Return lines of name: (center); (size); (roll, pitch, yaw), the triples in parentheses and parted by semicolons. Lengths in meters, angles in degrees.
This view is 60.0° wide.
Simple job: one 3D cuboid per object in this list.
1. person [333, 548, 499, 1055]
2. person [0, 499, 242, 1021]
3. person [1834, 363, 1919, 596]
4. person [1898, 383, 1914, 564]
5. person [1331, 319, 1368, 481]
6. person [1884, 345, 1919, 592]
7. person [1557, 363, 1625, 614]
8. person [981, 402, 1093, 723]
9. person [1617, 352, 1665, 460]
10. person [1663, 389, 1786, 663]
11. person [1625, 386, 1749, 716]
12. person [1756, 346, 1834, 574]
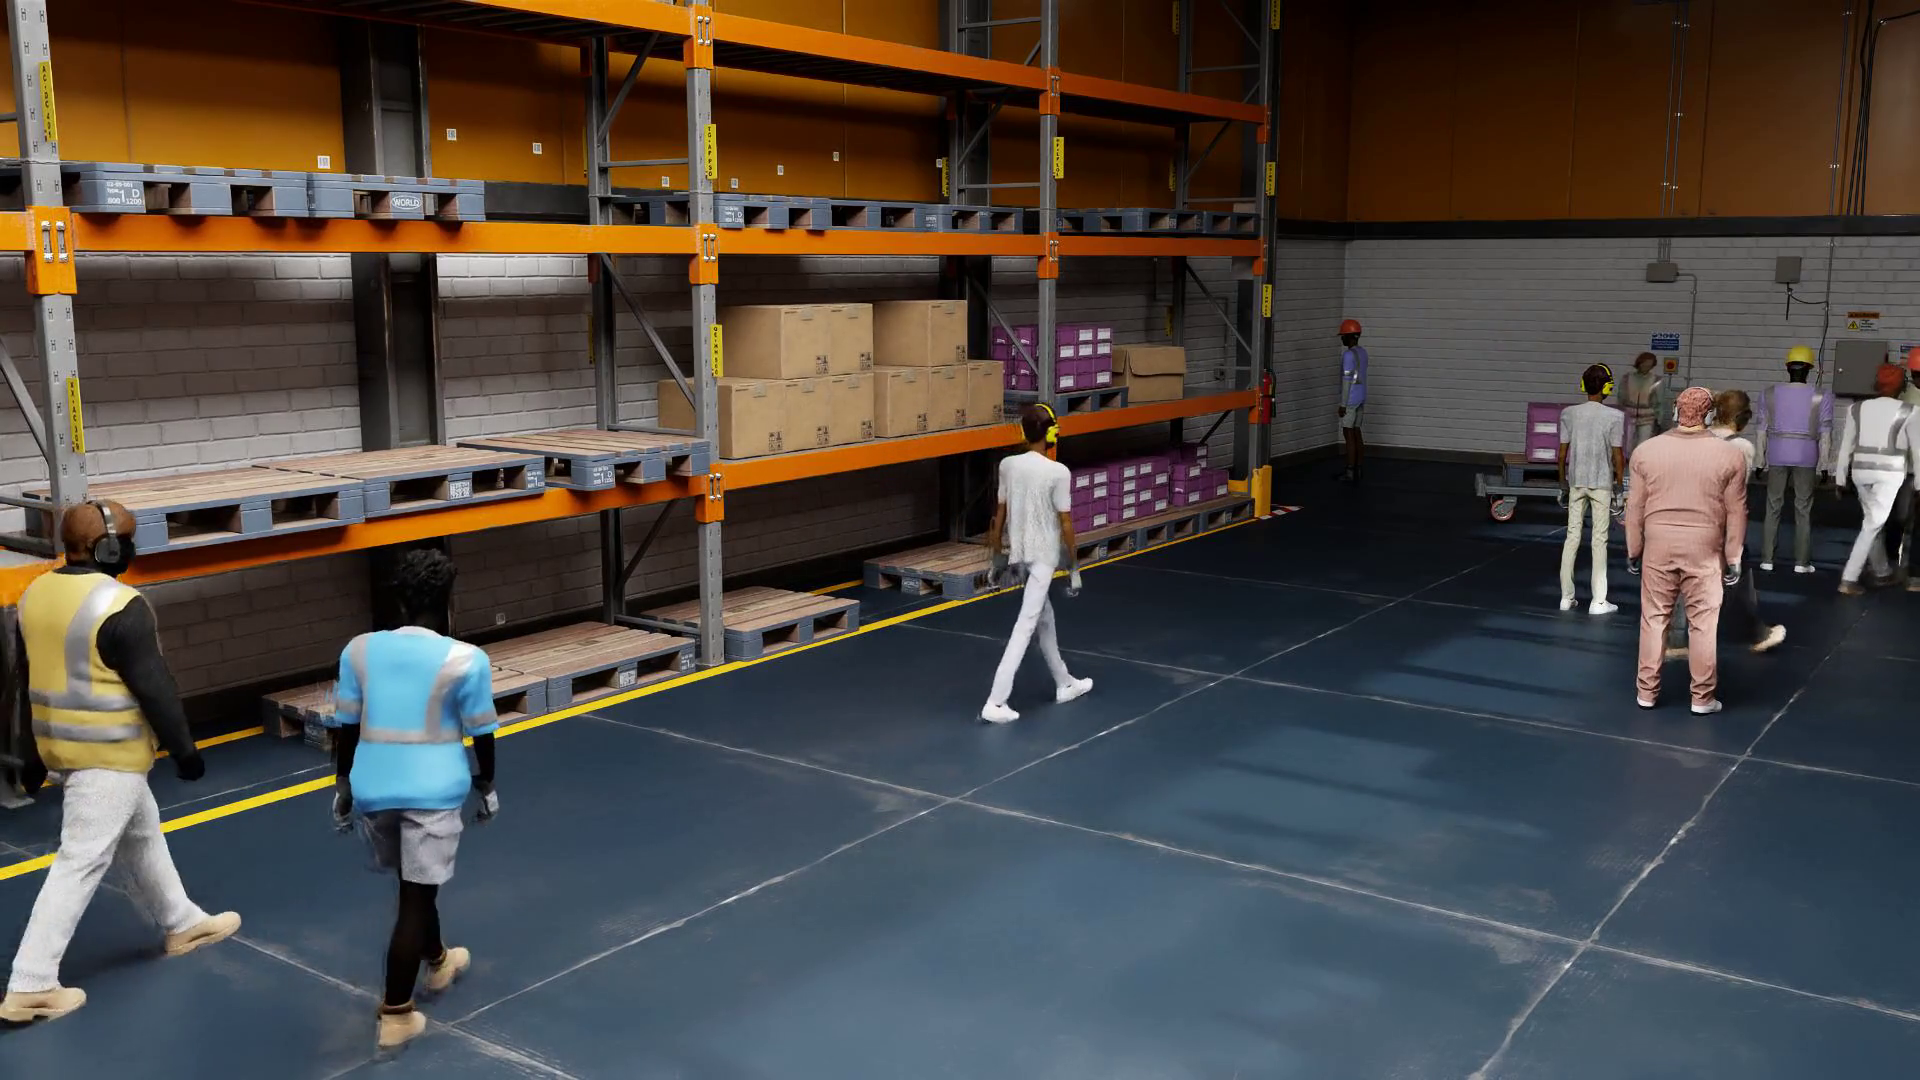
person: (-1.821, 0.852, 5.694); (0.543, 1.644, 0.781); (2, 10, 11)
person: (-3.066, 0.748, 5.927); (0.626, 1.794, 0.961); (7, 12, 35)
person: (7.253, -0.475, 13.138); (0.980, 1.833, 0.595); (-6, 11, -32)
person: (8.004, -0.521, 14.003); (0.556, 1.613, 0.375); (7, 12, 34)
person: (4.678, -1.678, 19.968); (0.382, 1.931, 0.540); (6, 11, 33)
person: (7.629, -0.573, 13.256); (0.637, 1.970, 0.487); (4, 10, 23)
person: (4.714, -0.381, 12.416); (0.513, 1.872, 0.328); (9, 13, 42)
person: (0.447, 0.120, 9.598); (0.540, 1.825, 1.004); (9, 13, 44)
person: (7.674, -1.321, 18.776); (0.531, 1.605, 0.560); (5, 11, 28)
person: (5.027, -0.091, 10.931); (0.971, 1.784, 0.528); (-5, 11, -26)
person: (4.213, 0.063, 9.667); (0.651, 1.906, 0.402); (6, 11, 32)
person: (6.998, -0.669, 13.984); (0.585, 1.920, 0.374); (6, 11, 33)
